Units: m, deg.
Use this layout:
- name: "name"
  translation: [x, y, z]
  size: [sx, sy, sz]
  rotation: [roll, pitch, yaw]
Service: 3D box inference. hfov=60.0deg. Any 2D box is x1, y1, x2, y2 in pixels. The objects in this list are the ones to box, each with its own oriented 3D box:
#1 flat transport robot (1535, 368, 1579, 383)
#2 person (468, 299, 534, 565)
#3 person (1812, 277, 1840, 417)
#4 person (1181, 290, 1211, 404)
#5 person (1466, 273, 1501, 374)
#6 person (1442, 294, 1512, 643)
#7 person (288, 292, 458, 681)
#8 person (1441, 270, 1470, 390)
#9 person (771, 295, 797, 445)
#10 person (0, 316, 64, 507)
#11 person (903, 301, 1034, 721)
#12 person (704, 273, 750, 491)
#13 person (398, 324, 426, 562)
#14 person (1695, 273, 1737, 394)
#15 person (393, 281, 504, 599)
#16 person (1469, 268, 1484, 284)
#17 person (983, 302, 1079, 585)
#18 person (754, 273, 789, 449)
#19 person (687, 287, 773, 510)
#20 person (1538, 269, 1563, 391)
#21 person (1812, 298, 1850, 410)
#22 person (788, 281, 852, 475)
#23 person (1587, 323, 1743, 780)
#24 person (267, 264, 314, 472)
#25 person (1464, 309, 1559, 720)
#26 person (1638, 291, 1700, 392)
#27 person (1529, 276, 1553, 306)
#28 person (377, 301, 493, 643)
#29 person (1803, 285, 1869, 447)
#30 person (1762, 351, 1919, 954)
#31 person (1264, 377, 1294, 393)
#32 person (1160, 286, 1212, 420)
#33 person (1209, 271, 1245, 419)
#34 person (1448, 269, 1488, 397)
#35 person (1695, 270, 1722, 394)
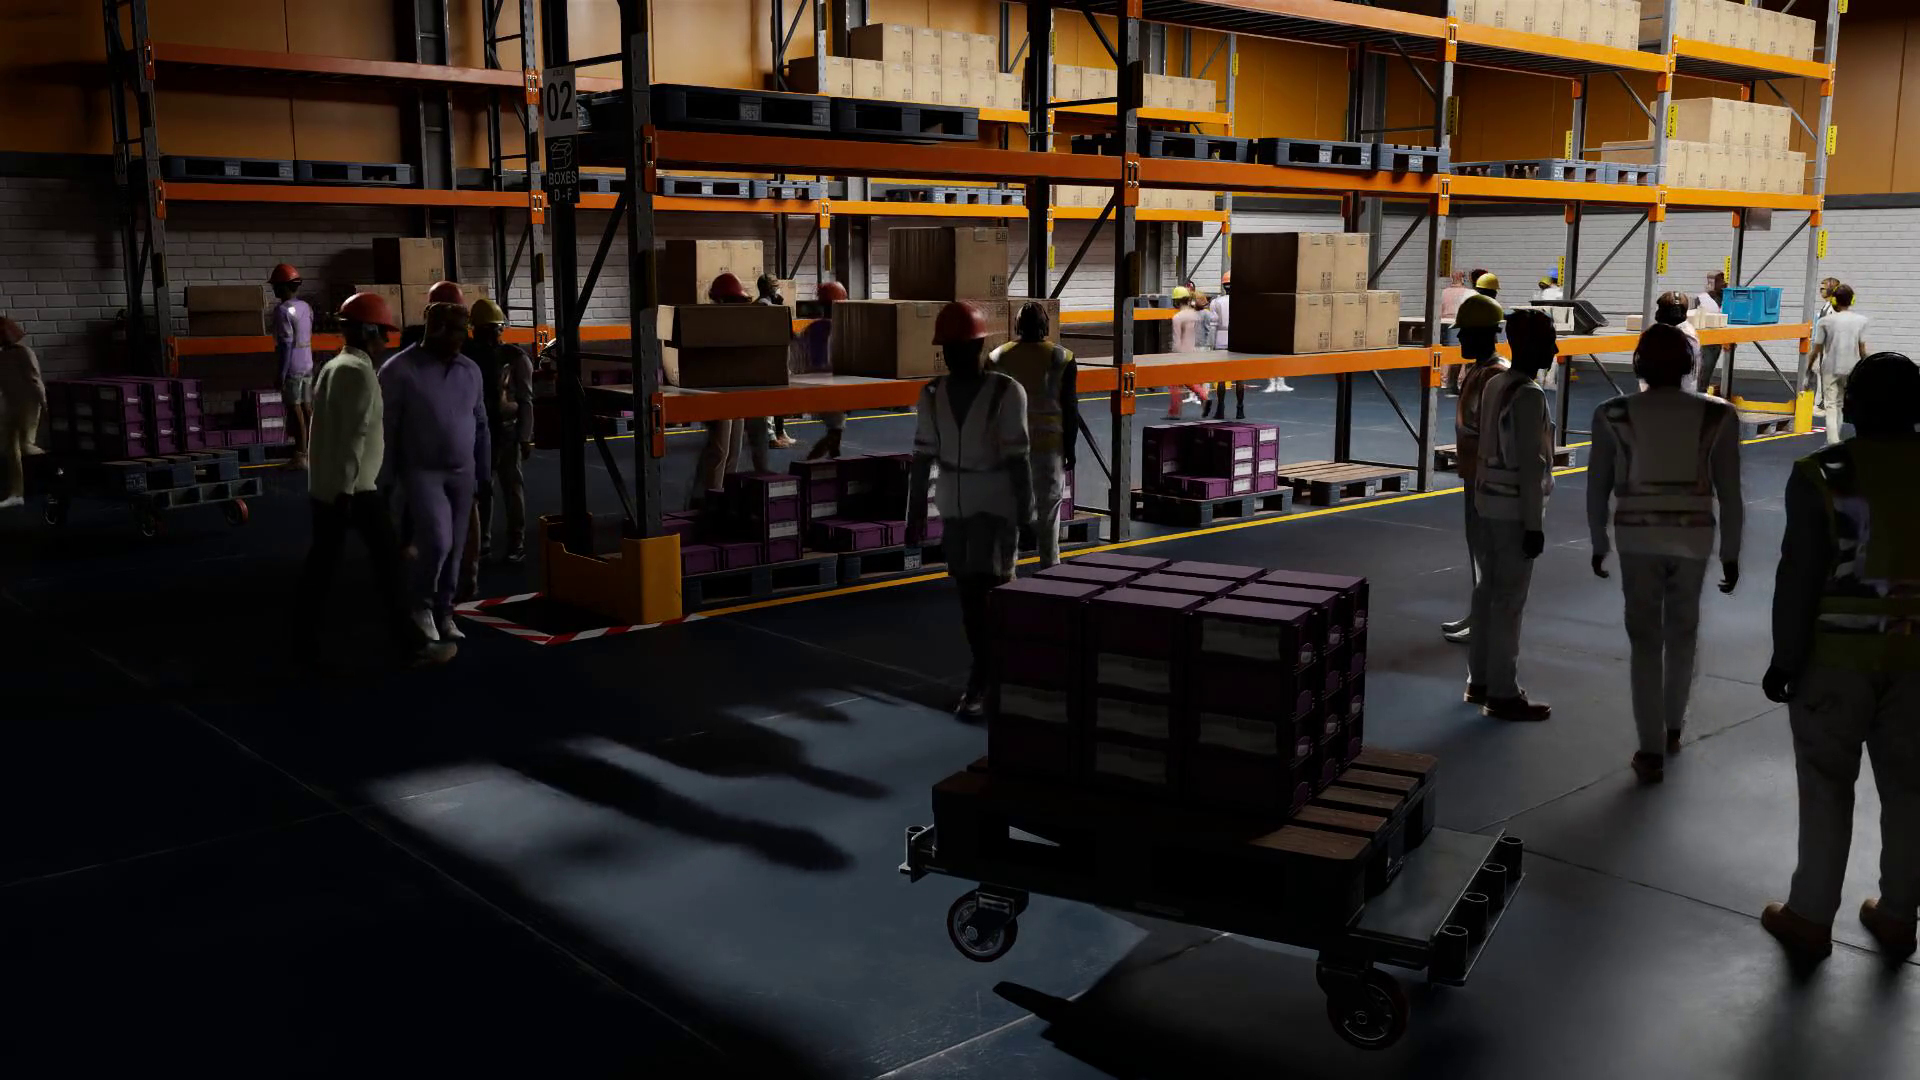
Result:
- name: "flat transport robot"
  translation: [9.741, -2.777, 27.971]
  size: [1.431, 0.197, 0.652]
  rotation: [-8, 12, -39]
- name: "person"
  translation: [-3.229, -0.740, 11.477]
  size: [0.589, 1.835, 0.404]
  rotation: [3, 10, 16]
- name: "person"
  translation: [11.492, -2.543, 22.007]
  size: [0.324, 1.841, 0.517]
  rotation: [3, 10, 16]
- name: "person"
  translation: [3.435, -2.773, 23.965]
  size: [0.282, 1.633, 0.501]
  rotation: [-6, 11, -30]
- name: "person"
  translation: [5.960, -2.075, 19.021]
  size: [0.388, 1.926, 0.590]
  rotation: [-2, 10, -12]
- name: "person"
  translation: [2.856, -0.385, 9.168]
  size: [0.395, 1.919, 0.582]
  rotation: [1, 10, 7]
- name: "person"
  translation: [-3.021, -0.278, 8.453]
  size: [0.933, 1.938, 0.630]
  rotation: [-8, 13, -40]
- name: "person"
  translation: [7.911, -3.334, 26.450]
  size: [0.411, 1.909, 0.643]
  rotation: [-8, 13, -40]
- name: "person"
  translation: [-2.082, -1.917, 18.770]
  size: [0.318, 1.697, 0.535]
  rotation: [-9, 13, -41]
- name: "person"
  translation: [-7.992, -1.096, 14.181]
  size: [0.551, 1.615, 0.630]
  rotation: [6, 11, 30]
- name: "person"
  translation: [0.010, -0.127, 7.644]
  size: [0.576, 1.912, 0.693]
  rotation: [5, 11, 29]
- name: "person"
  translation: [-1.786, -1.050, 12.819]
  size: [0.392, 1.992, 0.623]
  rotation: [3, 10, 16]
- name: "person"
  translation: [-3.816, -0.705, 11.843]
  size: [0.525, 1.640, 0.871]
  rotation: [4, 10, 21]
- name: "person"
  translation: [10.905, -2.909, 24.038]
  size: [0.607, 1.880, 0.682]
  rotation: [-1, 10, -5]
- name: "person"
  translation: [-3.183, -0.613, 10.343]
  size: [0.695, 1.967, 0.512]
  rotation: [-4, 10, -21]
- name: "person"
  translation: [8.529, -3.512, 27.407]
  size: [0.374, 1.933, 0.550]
  rotation: [-5, 11, -26]
- name: "person"
  translation: [0.457, -0.601, 10.673]
  size: [0.625, 1.836, 0.429]
  rotation: [3, 10, 17]
- name: "person"
  translation: [-2.130, -1.976, 18.407]
  size: [0.373, 1.940, 0.628]
  rotation: [-3, 10, -18]
- name: "person"
  translation: [-1.885, -1.176, 13.911]
  size: [0.642, 1.886, 1.026]
  rotation: [9, 14, 44]
- name: "person"
  translation: [9.383, -3.329, 26.350]
  size: [0.431, 1.941, 0.711]
  rotation: [-4, 11, -23]
- name: "person"
  translation: [11.955, -2.584, 22.832]
  size: [0.514, 1.645, 0.308]
  rotation: [0, 10, -1]
- name: "person"
  translation: [-1.198, -1.325, 14.704]
  size: [0.554, 1.913, 0.865]
  rotation: [9, 13, 44]
- name: "person"
  translation: [2.938, 0.021, 6.990]
  size: [0.591, 1.839, 0.859]
  rotation: [3, 10, 15]
- name: "person"
  translation: [-6.611, -1.694, 16.448]
  size: [0.376, 2.045, 0.605]
  rotation: [0, 10, 2]
- name: "person"
  translation: [2.566, -0.122, 7.714]
  size: [0.337, 1.882, 0.583]
  rotation: [0, 10, -1]
- name: "person"
  translation: [5.747, -1.096, 13.540]
  size: [0.429, 1.844, 0.625]
  rotation: [1, 10, 7]
- name: "person"
  translation: [10.409, -3.820, 29.709]
  size: [0.331, 1.768, 0.527]
  rotation: [-9, 13, -42]
- name: "person"
  translation: [-2.841, -0.358, 9.113]
  size: [0.464, 1.875, 0.681]
  rotation: [8, 12, 39]
- name: "person"
  translation: [8.939, -1.687, 17.027]
  size: [0.566, 1.844, 0.727]
  rotation: [1, 10, 5]
- name: "person"
  translation: [2.763, 0.349, 5.083]
  size: [0.633, 1.839, 0.429]
  rotation: [0, 10, -2]
- name: "person"
  translation: [5.029, -3.210, 25.976]
  size: [0.339, 1.833, 0.685]
  rotation: [10, 14, 44]
- name: "person"
  translation: [2.925, -2.402, 21.458]
  size: [0.618, 1.743, 0.518]
  rotation: [9, 13, 41]
- name: "person"
  translation: [3.521, -2.539, 21.723]
  size: [0.543, 1.932, 0.376]
  rotation: [1, 10, 5]
- name: "person"
  translation: [7.807, -3.106, 25.043]
  size: [0.956, 1.918, 0.635]
  rotation: [-3, 10, -17]
- name: "person"
  translation: [11.395, -3.127, 25.235]
  size: [0.636, 1.911, 0.405]
  rotation: [-8, 13, -39]
